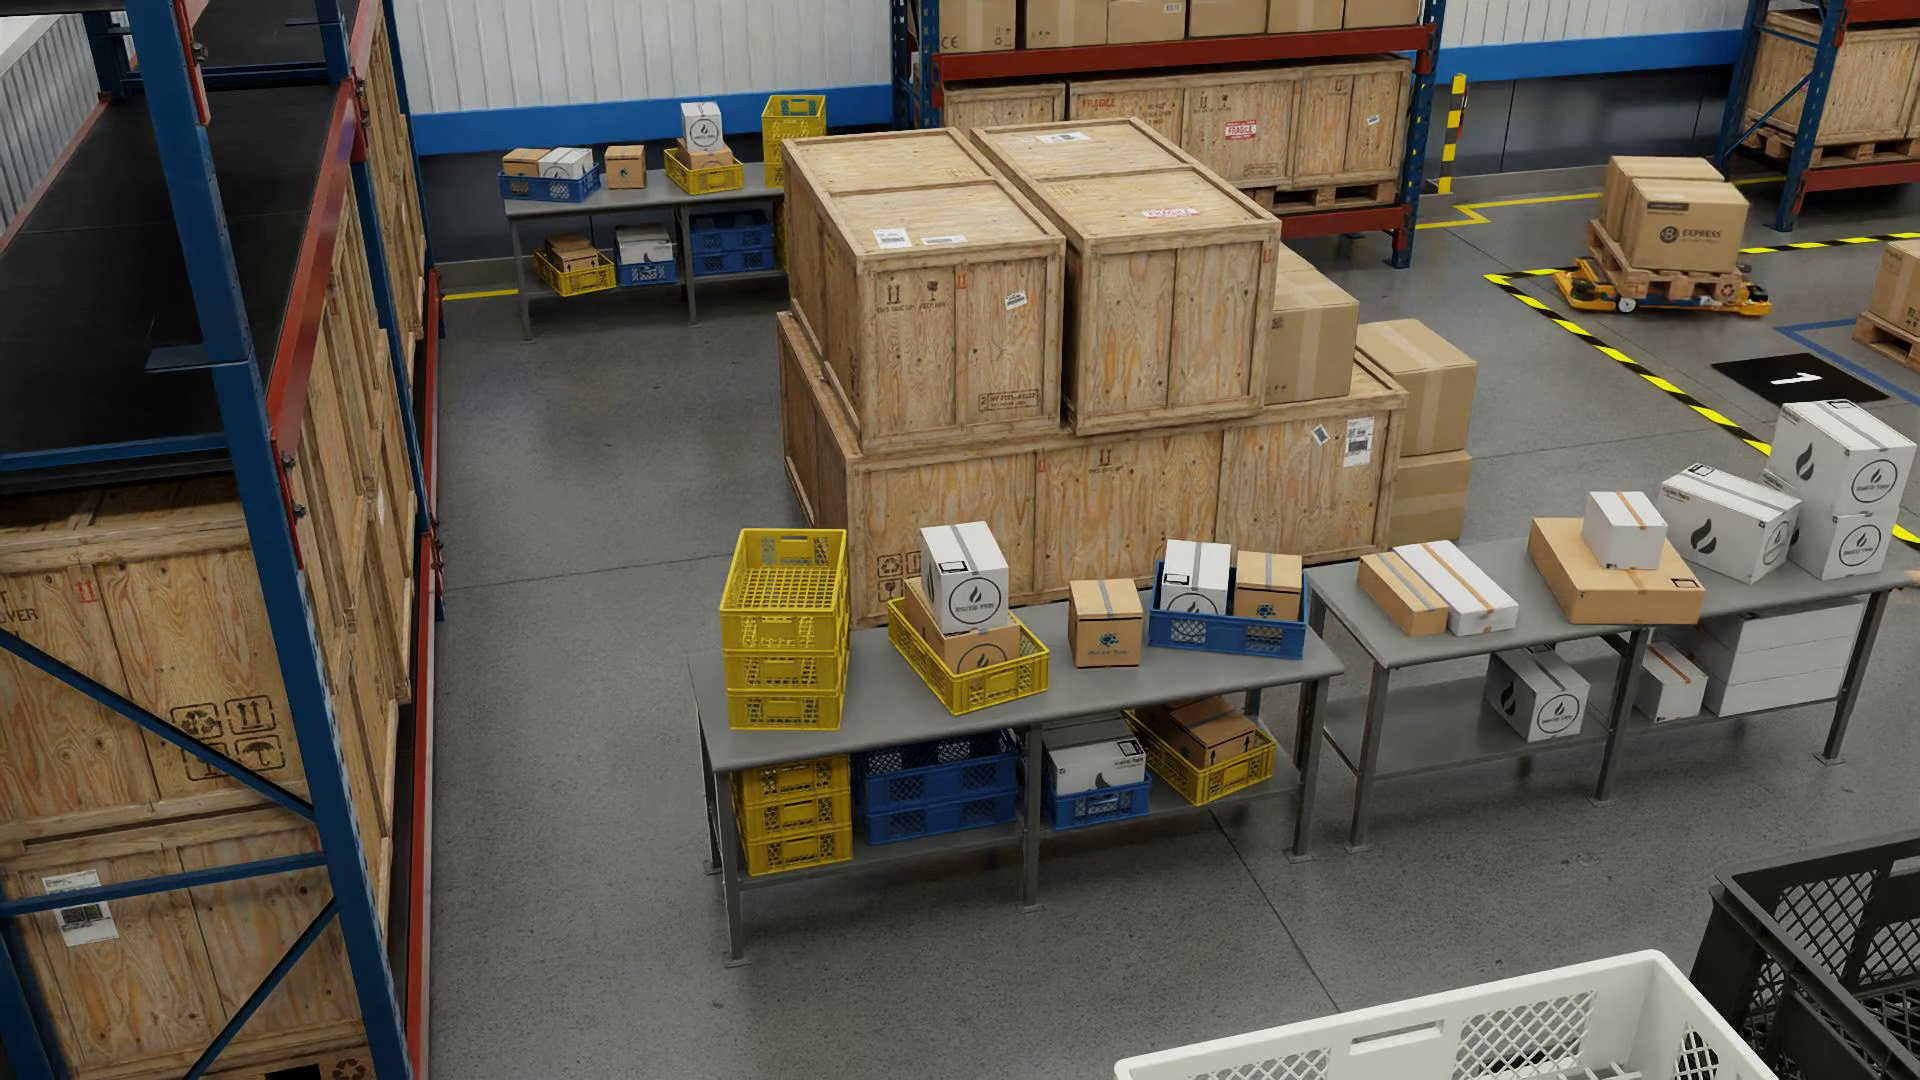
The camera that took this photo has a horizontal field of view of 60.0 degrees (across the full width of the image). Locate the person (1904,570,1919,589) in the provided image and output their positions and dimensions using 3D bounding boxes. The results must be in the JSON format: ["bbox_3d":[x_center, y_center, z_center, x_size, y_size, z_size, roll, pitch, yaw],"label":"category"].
[{"bbox_3d":[5.182,-0.553,8.284,0.392,2.041,0.610,2,29,3],"label":"person"}]

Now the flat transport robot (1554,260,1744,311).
[{"bbox_3d":[5.313,-1.933,12.596,1.431,0.197,0.652,3,29,5],"label":"flat transport robot"}]
